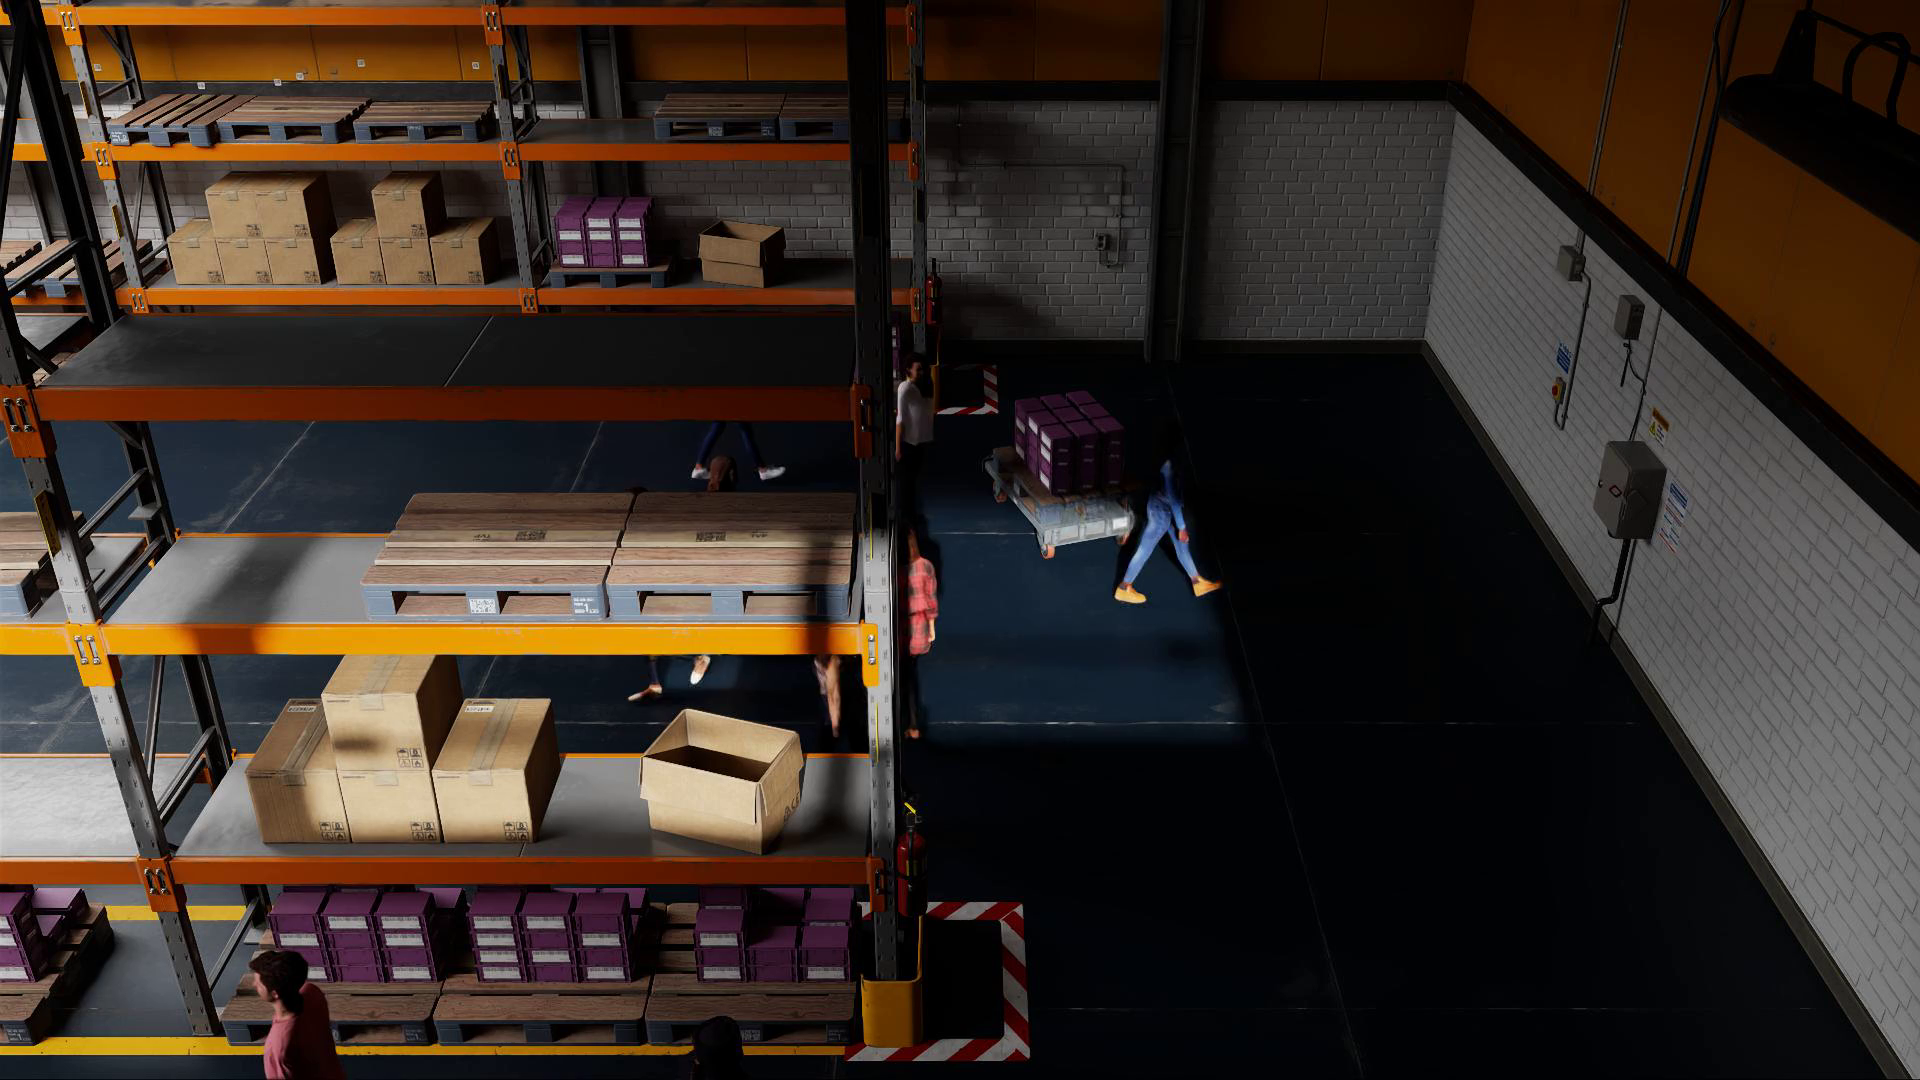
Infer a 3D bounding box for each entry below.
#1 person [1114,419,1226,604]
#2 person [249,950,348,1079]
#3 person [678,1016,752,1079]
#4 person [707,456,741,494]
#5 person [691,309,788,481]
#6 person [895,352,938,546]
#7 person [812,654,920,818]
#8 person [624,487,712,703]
[{"bbox_3d":[1.557,-0.181,13.601,1.136,1.668,0.621,-1,29,-1],"label":"person"},{"bbox_3d":[-3.079,2.726,7.968,0.588,1.959,0.647,-4,29,-7],"label":"person"},{"bbox_3d":[-1.208,2.983,7.835,1.144,1.636,1.027,-17,33,-29],"label":"person"},{"bbox_3d":[-1.894,0.123,12.978,0.707,1.731,0.648,3,29,5],"label":"person"},{"bbox_3d":[-2.265,-1.312,15.606,1.166,1.733,0.730,-4,29,-7],"label":"person"},{"bbox_3d":[-0.439,-0.859,14.730,0.876,1.777,0.821,15,32,26],"label":"person"},{"bbox_3d":[-0.685,1.160,11.065,1.179,1.742,0.906,12,31,21],"label":"person"},{"bbox_3d":[-2.229,0.409,12.414,0.971,1.769,0.801,-13,31,-23],"label":"person"}]
